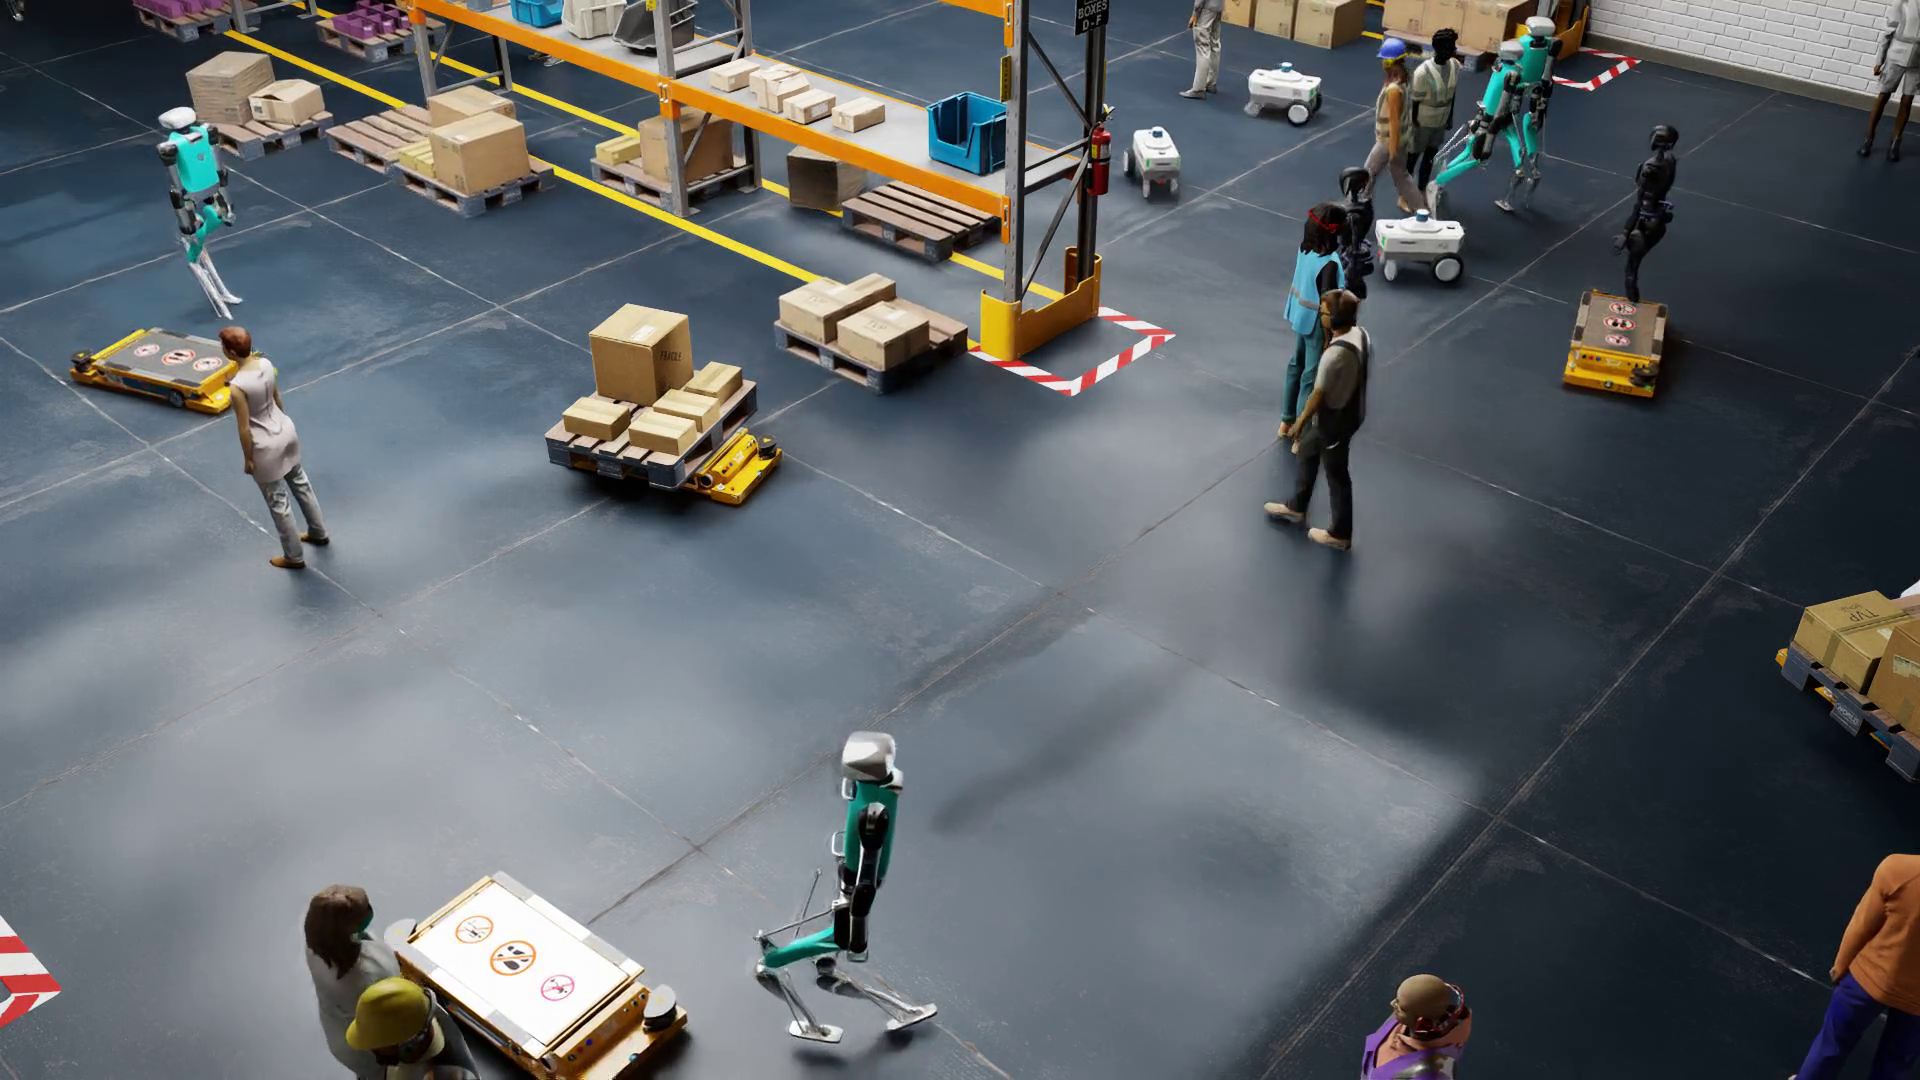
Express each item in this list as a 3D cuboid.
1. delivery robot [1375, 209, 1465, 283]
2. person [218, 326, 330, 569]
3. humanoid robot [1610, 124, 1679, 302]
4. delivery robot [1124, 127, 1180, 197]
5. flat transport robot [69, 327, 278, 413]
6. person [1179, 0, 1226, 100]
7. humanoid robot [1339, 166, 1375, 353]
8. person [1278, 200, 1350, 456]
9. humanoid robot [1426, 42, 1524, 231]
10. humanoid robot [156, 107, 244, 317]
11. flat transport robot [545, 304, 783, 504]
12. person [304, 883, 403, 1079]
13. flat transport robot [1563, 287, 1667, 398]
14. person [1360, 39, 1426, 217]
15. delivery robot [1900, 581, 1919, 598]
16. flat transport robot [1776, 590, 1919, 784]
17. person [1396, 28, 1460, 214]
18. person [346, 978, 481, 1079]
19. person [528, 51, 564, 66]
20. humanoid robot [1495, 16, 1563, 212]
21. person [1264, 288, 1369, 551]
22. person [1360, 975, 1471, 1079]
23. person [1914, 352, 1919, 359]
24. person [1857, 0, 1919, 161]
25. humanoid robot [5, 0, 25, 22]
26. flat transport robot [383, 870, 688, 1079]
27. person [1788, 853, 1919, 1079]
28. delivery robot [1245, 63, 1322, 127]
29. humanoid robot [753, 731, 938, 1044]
[{"bbox_3d":[3.934,-2.535,14.218,0.751,0.579,0.506,2,35,3],"label":"delivery robot"},{"bbox_3d":[-4.337,-0.591,10.449,0.290,1.651,0.435,8,35,11],"label":"person"},{"bbox_3d":[5.467,-2.466,13.173,0.434,1.665,0.600,29,44,35],"label":"humanoid robot"},{"bbox_3d":[1.861,-3.634,15.813,0.499,0.583,0.775,-3,35,-4],"label":"delivery robot"},{"bbox_3d":[-6.019,-1.315,12.715,1.431,0.231,0.659,13,37,18],"label":"flat transport robot"},{"bbox_3d":[2.617,-5.585,17.466,0.394,1.902,0.534,23,41,30],"label":"person"},{"bbox_3d":[2.996,-2.031,12.519,0.463,1.646,0.609,3,35,5],"label":"humanoid robot"},{"bbox_3d":[2.458,-1.465,11.528,0.391,1.866,0.516,-7,35,-10],"label":"person"},{"bbox_3d":[4.351,-3.447,14.515,0.865,1.773,0.597,2,35,3],"label":"humanoid robot"},{"bbox_3d":[-6.163,-2.613,13.308,0.697,1.802,0.547,16,38,22],"label":"humanoid robot"},{"bbox_3d":[-2.038,-0.627,11.718,1.431,0.231,0.659,13,37,18],"label":"flat transport robot"},{"bbox_3d":[-2.353,1.965,6.741,0.411,1.651,0.508,-18,38,-24],"label":"person"},{"bbox_3d":[5.167,-1.570,13.085,0.659,0.231,1.431,13,37,18],"label":"flat transport robot"},{"bbox_3d":[3.820,-3.531,14.647,0.919,1.723,0.519,14,37,20],"label":"person"},{"bbox_3d":[5.860,0.547,9.781,0.514,0.611,0.782,-23,41,-29],"label":"delivery robot"},{"bbox_3d":[5.400,0.973,9.400,0.659,0.231,1.431,-11,36,-16],"label":"flat transport robot"},{"bbox_3d":[4.253,-3.798,15.057,0.532,1.693,0.320,-19,39,-25],"label":"person"},{"bbox_3d":[-1.924,2.262,6.170,0.403,1.821,0.594,-18,38,-24],"label":"person"},{"bbox_3d":[-4.694,-6.167,18.437,0.331,1.749,0.572,-27,43,-33],"label":"person"},{"bbox_3d":[5.110,-3.709,14.929,0.542,1.843,0.662,-7,35,-11],"label":"humanoid robot"},{"bbox_3d":[2.264,-0.777,10.570,0.778,1.815,0.499,17,38,23],"label":"person"},{"bbox_3d":[1.658,2.249,6.297,0.344,1.693,0.496,2,35,3],"label":"person"},{"bbox_3d":[7.856,-2.030,12.539,0.858,1.640,0.449,-9,36,-12],"label":"person"},{"bbox_3d":[9.156,-4.633,16.067,0.547,1.927,0.389,14,37,19],"label":"person"},{"bbox_3d":[-11.273,-6.911,19.532,0.560,1.736,1.042,-19,39,-25],"label":"humanoid robot"},{"bbox_3d":[-2.022,2.071,7.810,1.431,0.231,0.659,24,41,30],"label":"flat transport robot"},{"bbox_3d":[3.825,1.778,6.743,0.515,1.973,0.404,18,38,24],"label":"person"},{"bbox_3d":[3.382,-4.656,17.300,0.781,0.591,0.499,14,37,20],"label":"delivery robot"},{"bbox_3d":[-0.558,1.569,7.239,0.976,1.735,0.569,-1,35,-1],"label":"humanoid robot"}]
